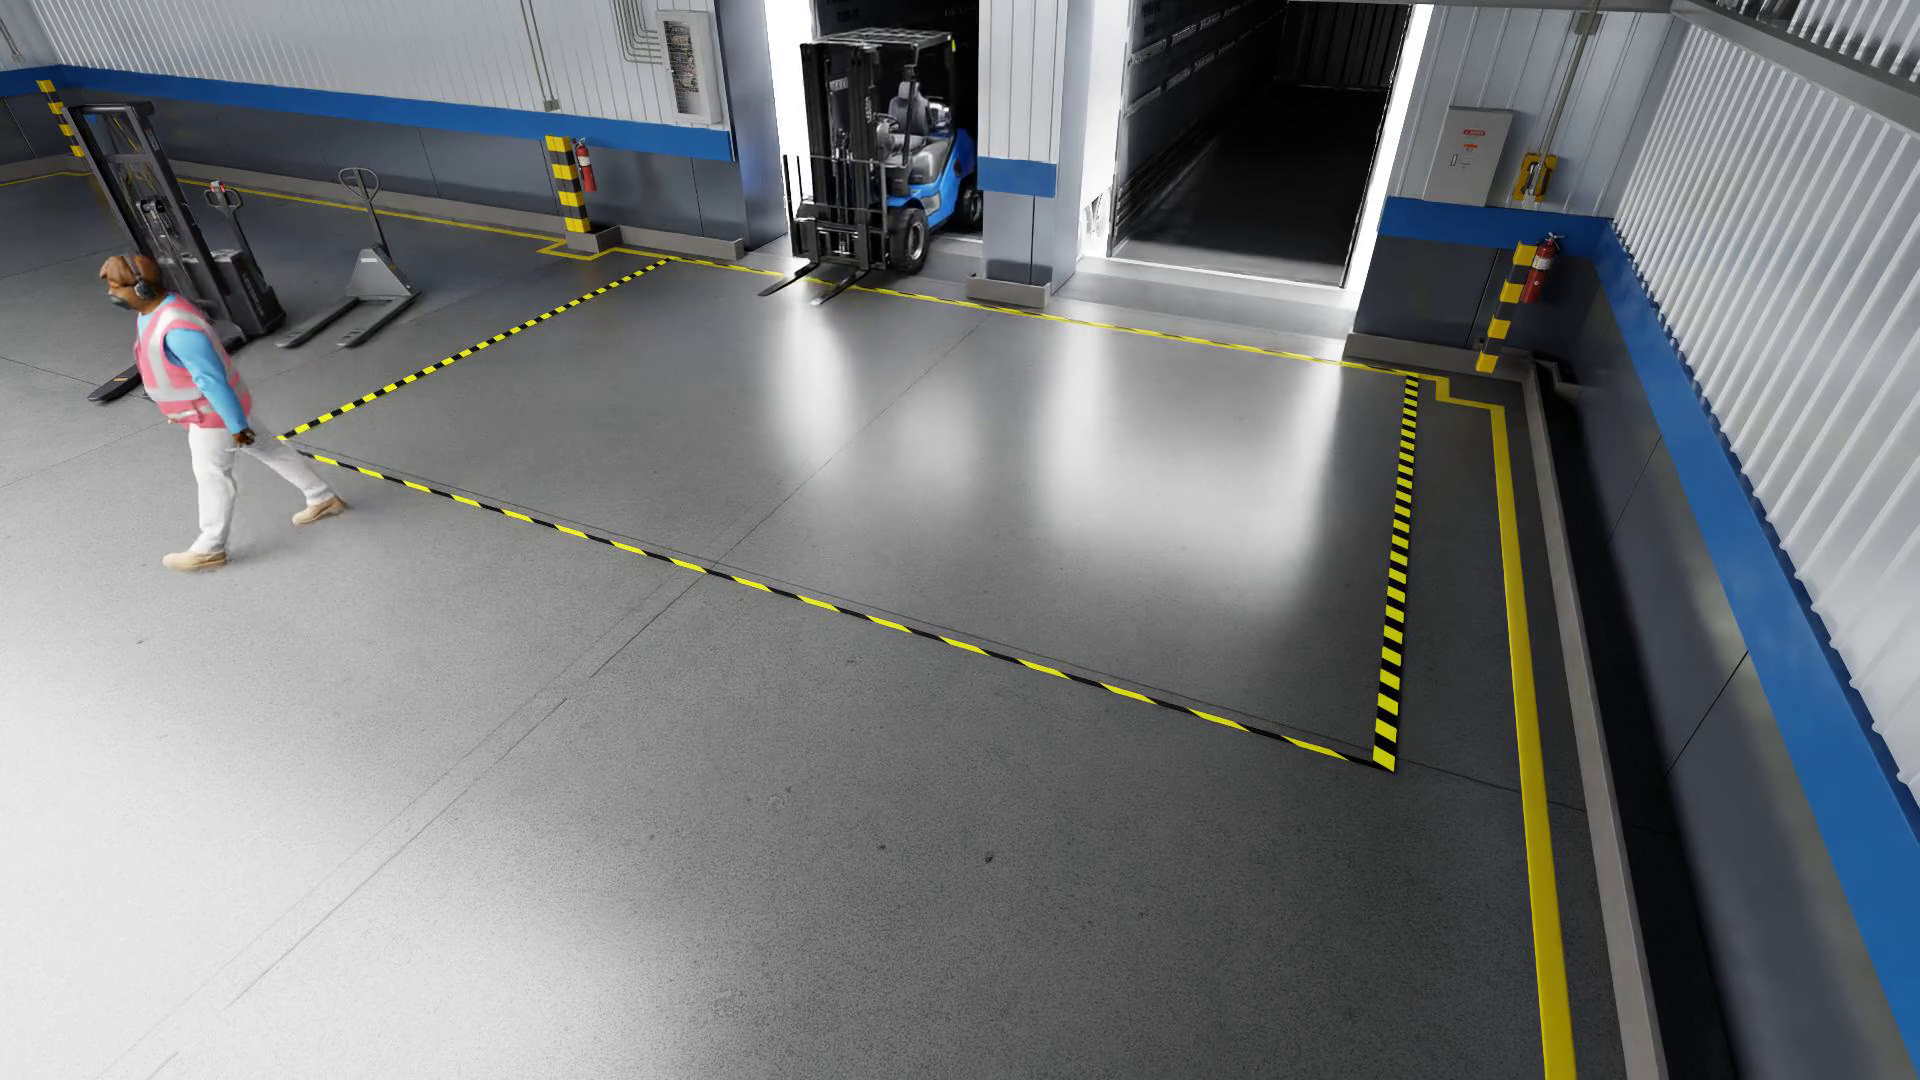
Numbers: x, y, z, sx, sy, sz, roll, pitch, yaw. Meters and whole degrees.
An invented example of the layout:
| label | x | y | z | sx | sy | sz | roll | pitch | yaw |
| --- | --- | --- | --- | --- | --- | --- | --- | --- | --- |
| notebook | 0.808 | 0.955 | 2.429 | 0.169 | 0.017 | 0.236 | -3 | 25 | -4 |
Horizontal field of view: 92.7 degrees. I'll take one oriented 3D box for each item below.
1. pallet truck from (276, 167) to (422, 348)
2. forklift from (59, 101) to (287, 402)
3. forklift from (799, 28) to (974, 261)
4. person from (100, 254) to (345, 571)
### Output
| label | x | y | z | sx | sy | sz | roll | pitch | yaw |
| --- | --- | --- | --- | --- | --- | --- | --- | --- | --- |
| pallet truck | -5.732 | -2.611 | 8.414 | 0.680 | 1.201 | 1.601 | -1 | 35 | -1 |
| forklift | -6.686 | -2.387 | 7.434 | 0.823 | 1.965 | 1.885 | -3 | 35 | -5 |
| forklift | -0.752 | -4.382 | 9.949 | 1.157 | 2.036 | 2.680 | 13 | 37 | 18 |
| person | -4.359 | -0.728 | 5.230 | 0.962 | 1.795 | 0.617 | -27 | 43 | -33 |
